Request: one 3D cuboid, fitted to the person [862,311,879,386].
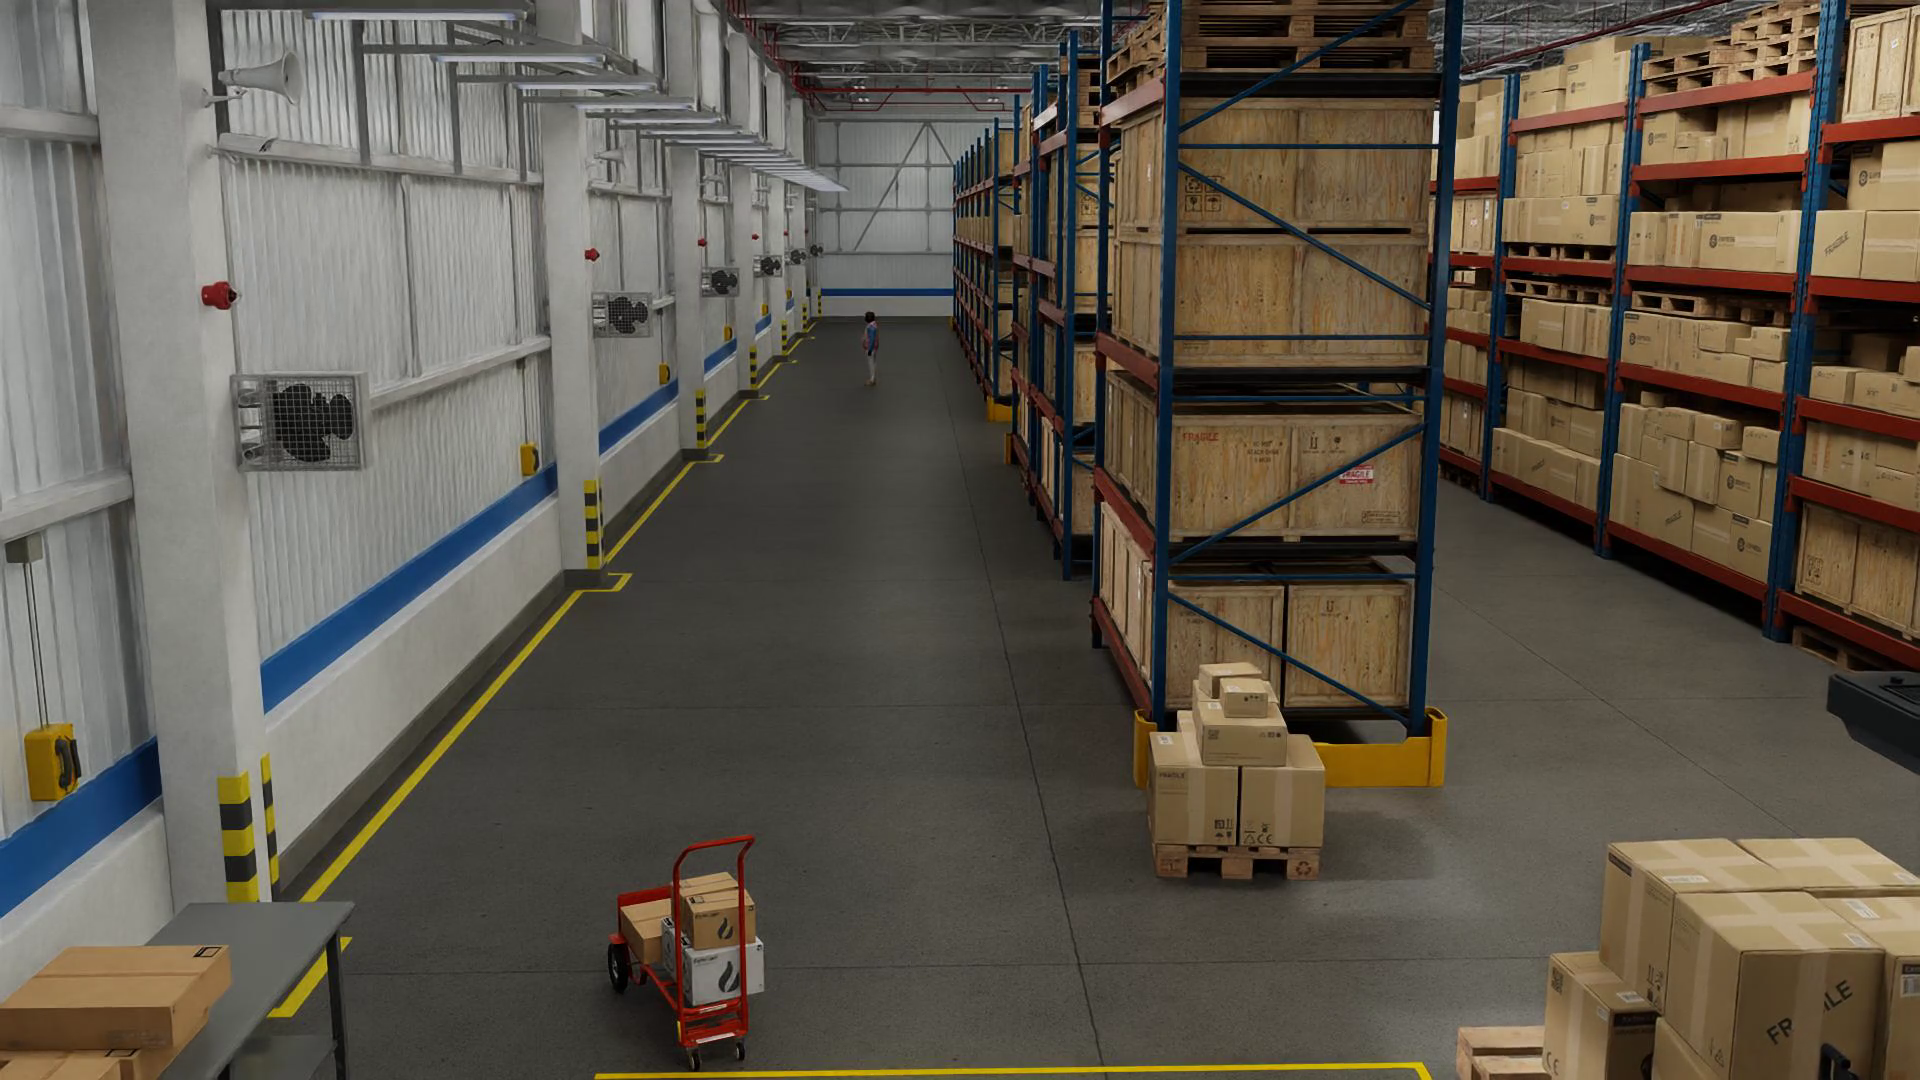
[{"bbox_3d":[-2.224,-4.748,41.263,0.429,1.844,0.625,0,11,-2],"label":"person"}]
